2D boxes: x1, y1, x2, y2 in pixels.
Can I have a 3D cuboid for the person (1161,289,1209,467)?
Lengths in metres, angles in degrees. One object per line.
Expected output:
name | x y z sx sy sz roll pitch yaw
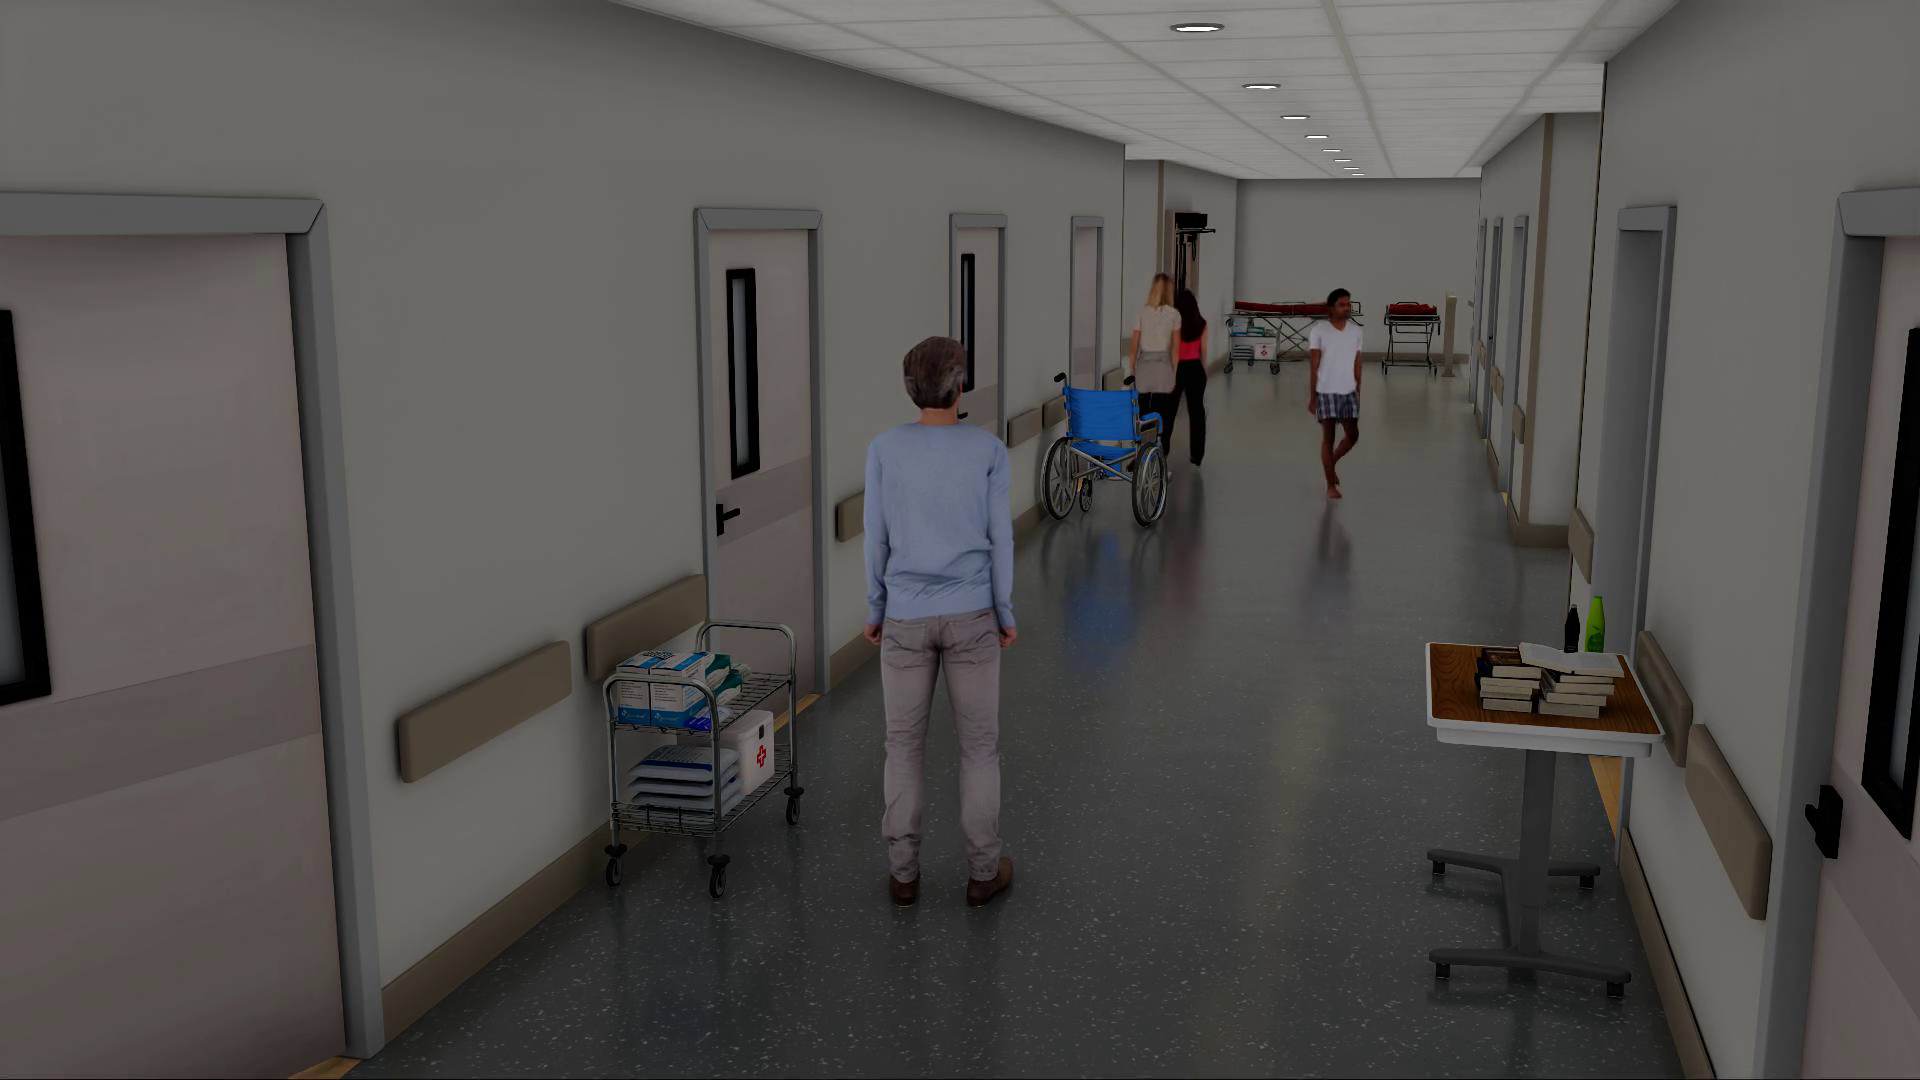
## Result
person | 2.119 -1.463 15.422 0.930 1.606 1.181 -2 11 -12

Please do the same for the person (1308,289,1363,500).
person | 3.091 -1.219 13.849 0.807 1.713 0.884 -2 11 -11

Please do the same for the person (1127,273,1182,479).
person | 1.719 -1.417 14.661 0.612 1.800 0.700 3 11 14

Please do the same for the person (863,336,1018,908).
person | -0.069 0.270 5.524 0.700 1.892 0.607 1 11 6
